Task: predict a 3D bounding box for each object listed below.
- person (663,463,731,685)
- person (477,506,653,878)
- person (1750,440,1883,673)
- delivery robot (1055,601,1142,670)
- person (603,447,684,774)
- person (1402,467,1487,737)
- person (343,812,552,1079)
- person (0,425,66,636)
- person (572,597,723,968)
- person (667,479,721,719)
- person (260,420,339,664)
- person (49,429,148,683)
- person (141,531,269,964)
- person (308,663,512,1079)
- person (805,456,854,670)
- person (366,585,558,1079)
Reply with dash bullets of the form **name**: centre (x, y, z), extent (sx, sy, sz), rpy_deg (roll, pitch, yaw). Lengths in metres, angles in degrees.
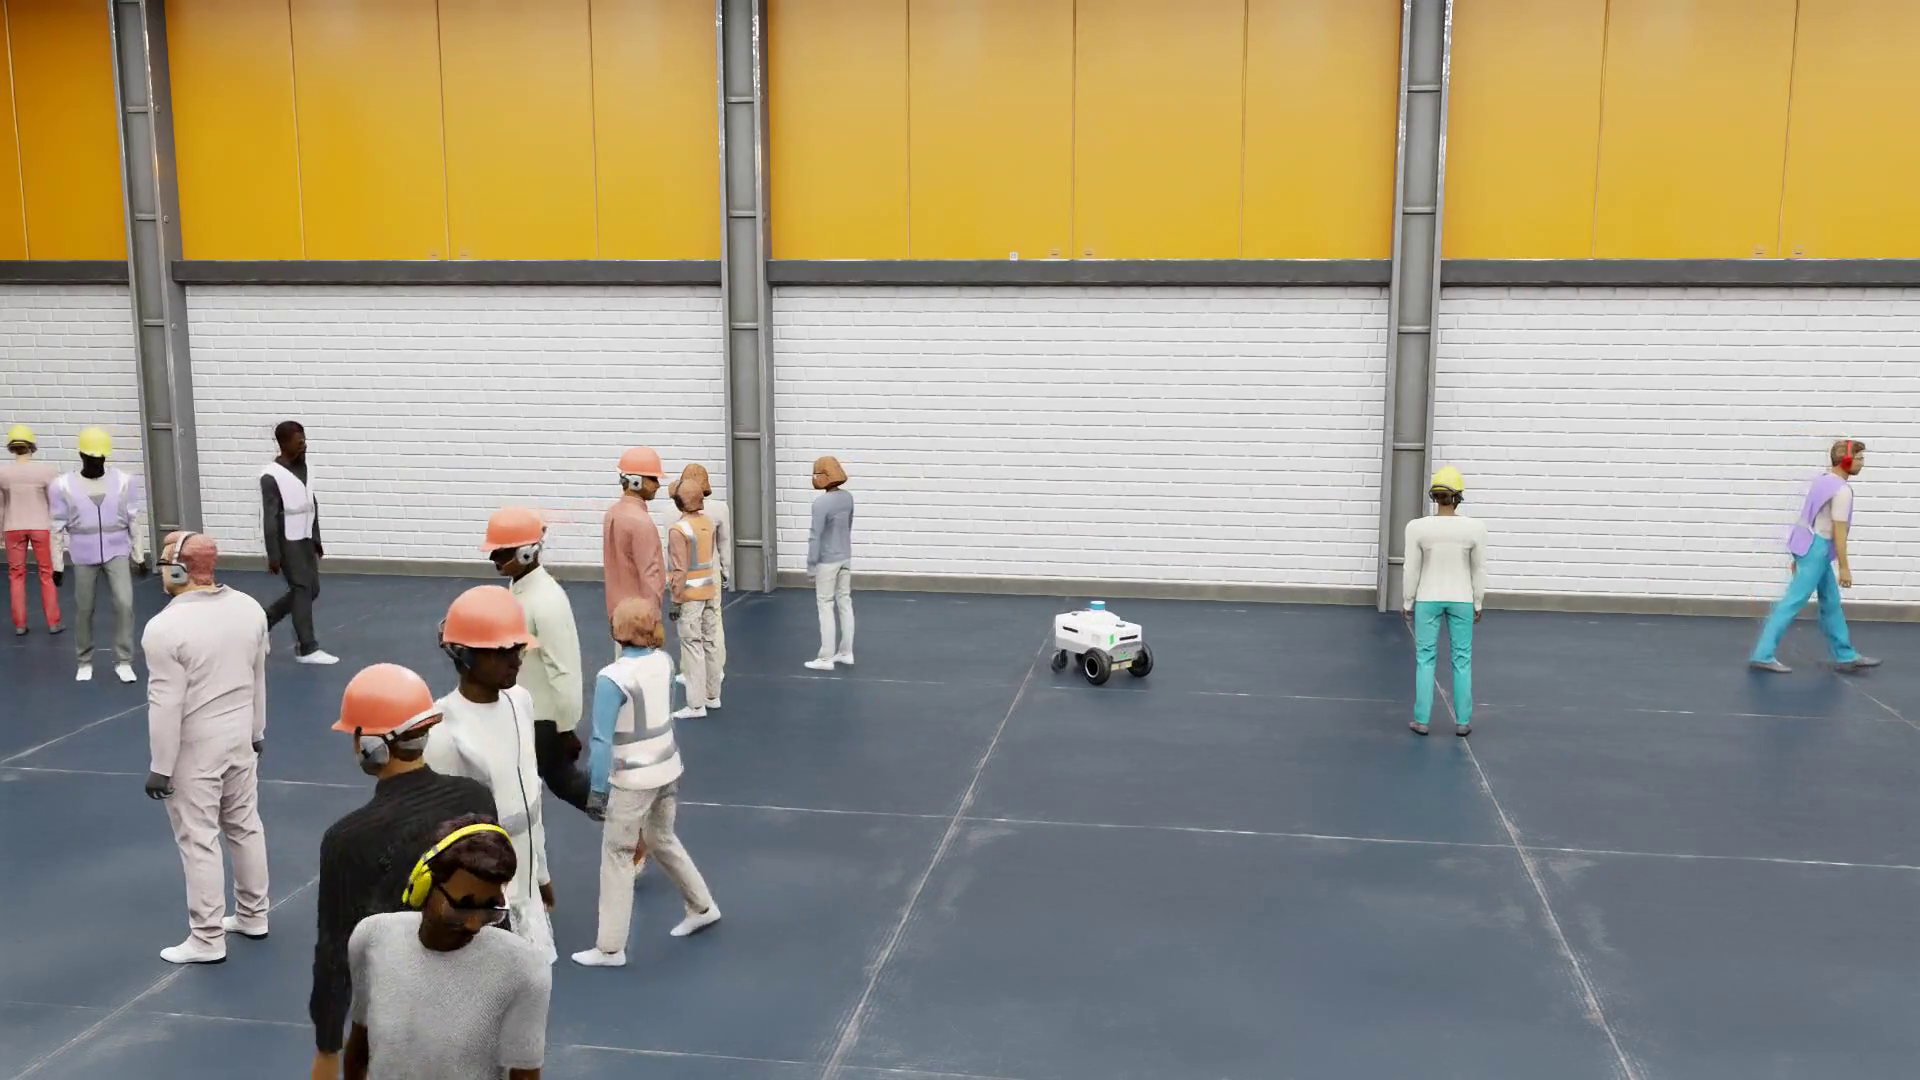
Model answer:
- **person**: centre (-1.927, 0.252, 12.195), extent (0.508, 1.632, 0.271), rpy_deg (-4, 10, -23)
- **person**: centre (-1.879, 0.786, 7.919), extent (0.887, 1.958, 0.605), rpy_deg (-4, 10, -21)
- **person**: centre (6.453, 0.137, 12.449), extent (0.947, 1.784, 0.568), rpy_deg (3, 10, 17)
- **delivery robot**: centre (1.032, 0.700, 12.457), extent (0.477, 0.478, 0.707), rpy_deg (-7, 11, -35)
- **person**: centre (-1.925, 0.433, 9.990), extent (0.392, 1.988, 0.609), rpy_deg (-6, 11, -32)
- **person**: centre (3.150, 0.406, 10.849), extent (0.525, 1.765, 0.329), rpy_deg (2, 9, 11)
- **person**: centre (-1.268, 1.506, 3.914), extent (0.671, 1.822, 0.343), rpy_deg (2, 9, 12)
- **person**: centre (-7.747, -0.079, 13.860), extent (0.521, 1.757, 0.347), rpy_deg (-3, 10, -16)
- **person**: centre (-1.398, 1.051, 7.305), extent (0.467, 1.619, 0.602), rpy_deg (3, 10, 19)
- **person**: centre (-1.813, 0.397, 11.288), extent (0.312, 1.636, 0.518), rpy_deg (3, 10, 20)
- **person**: centre (-5.180, 0.019, 12.812), extent (0.692, 1.903, 0.604), rpy_deg (1, 9, 7)
- **person**: centre (-6.298, 0.128, 12.191), extent (0.644, 1.882, 0.797), rpy_deg (-6, 11, -33)
- **person**: centre (-3.338, 0.904, 7.332), extent (0.408, 1.906, 0.653), rpy_deg (3, 10, 18)
- **person**: centre (-1.490, 1.310, 4.709), extent (0.996, 1.947, 0.621), rpy_deg (4, 10, 22)
- **person**: centre (-0.993, 0.175, 12.685), extent (0.295, 1.632, 0.511), rpy_deg (6, 11, 32)
- **person**: centre (-1.608, 1.137, 5.537), extent (0.670, 2.022, 0.615), rpy_deg (3, 10, 15)
